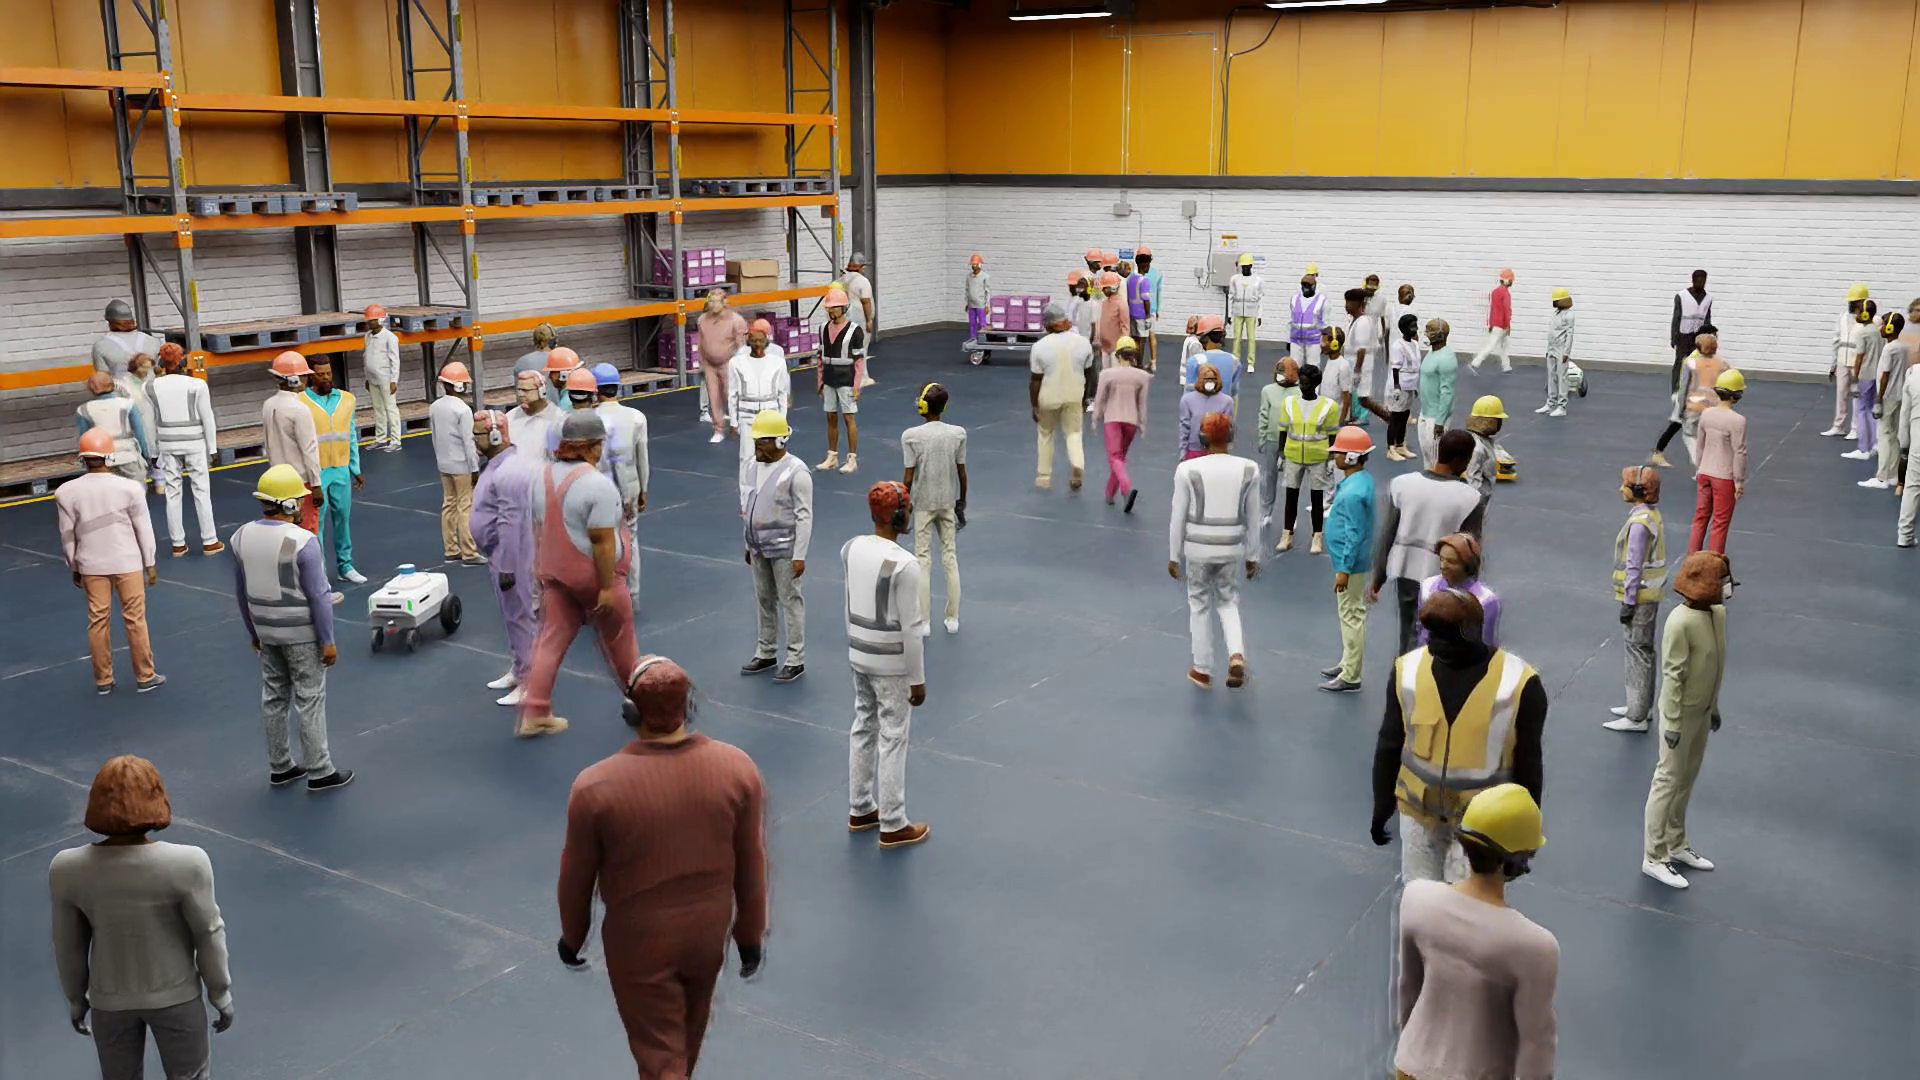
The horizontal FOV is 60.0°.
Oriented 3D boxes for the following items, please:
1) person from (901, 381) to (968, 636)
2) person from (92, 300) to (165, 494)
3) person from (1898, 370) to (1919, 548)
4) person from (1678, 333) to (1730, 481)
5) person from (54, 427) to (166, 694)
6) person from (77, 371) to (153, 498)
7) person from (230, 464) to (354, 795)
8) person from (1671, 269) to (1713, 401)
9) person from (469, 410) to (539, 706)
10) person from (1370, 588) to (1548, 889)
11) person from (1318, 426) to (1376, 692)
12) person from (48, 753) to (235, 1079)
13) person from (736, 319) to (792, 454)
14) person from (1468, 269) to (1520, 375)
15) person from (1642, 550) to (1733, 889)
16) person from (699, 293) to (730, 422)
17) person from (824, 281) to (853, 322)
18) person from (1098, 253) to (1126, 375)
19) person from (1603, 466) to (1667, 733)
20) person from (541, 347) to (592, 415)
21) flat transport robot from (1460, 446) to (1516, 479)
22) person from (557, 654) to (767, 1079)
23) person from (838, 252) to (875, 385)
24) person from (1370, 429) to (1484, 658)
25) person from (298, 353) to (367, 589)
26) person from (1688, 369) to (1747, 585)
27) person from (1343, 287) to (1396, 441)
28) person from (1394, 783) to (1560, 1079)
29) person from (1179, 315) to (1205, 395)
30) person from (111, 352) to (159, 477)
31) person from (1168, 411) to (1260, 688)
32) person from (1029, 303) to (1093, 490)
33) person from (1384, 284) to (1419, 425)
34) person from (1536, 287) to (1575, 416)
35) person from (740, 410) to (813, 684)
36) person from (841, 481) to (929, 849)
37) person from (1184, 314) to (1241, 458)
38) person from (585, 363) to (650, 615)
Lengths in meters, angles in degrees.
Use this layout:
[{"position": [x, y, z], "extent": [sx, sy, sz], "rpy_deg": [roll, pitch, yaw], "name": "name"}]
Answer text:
[{"position": [-0.195, -0.228, 12.165], "extent": [0.532, 1.873, 0.321], "rpy_deg": [-5, 14, -19], "name": "person"}, {"position": [-8.561, -1.451, 17.100], "extent": [0.535, 2.000, 0.704], "rpy_deg": [10, 16, 37], "name": "person"}, {"position": [8.676, -0.840, 14.743], "extent": [0.401, 1.906, 0.650], "rpy_deg": [-8, 15, -31], "name": "person"}, {"position": [7.939, -1.386, 17.737], "extent": [0.525, 1.621, 0.488], "rpy_deg": [1, 13, 5], "name": "person"}, {"position": [-5.519, 0.138, 10.825], "extent": [0.561, 1.756, 0.318], "rpy_deg": [-2, 13, -9], "name": "person"}, {"position": [-7.454, -0.689, 14.706], "extent": [0.573, 1.614, 0.460], "rpy_deg": [-4, 13, -15], "name": "person"}, {"position": [-3.662, 0.491, 9.133], "extent": [0.601, 1.830, 0.404], "rpy_deg": [5, 14, 22], "name": "person"}, {"position": [10.459, -2.932, 23.836], "extent": [0.602, 1.899, 0.432], "rpy_deg": [-3, 13, -13], "name": "person"}, {"position": [-2.938, 0.103, 10.685], "extent": [0.395, 1.899, 0.641], "rpy_deg": [-5, 14, -22], "name": "person"}, {"position": [1.926, 1.095, 6.546], "extent": [0.654, 1.814, 0.540], "rpy_deg": [8, 15, 32], "name": "person"}, {"position": [2.537, 0.122, 10.903], "extent": [0.327, 1.753, 0.563], "rpy_deg": [4, 14, 17], "name": "person"}, {"position": [-2.589, 1.472, 5.314], "extent": [0.509, 1.631, 0.267], "rpy_deg": [-1, 13, -6], "name": "person"}, {"position": [-2.246, -1.673, 18.842], "extent": [0.565, 1.701, 0.912], "rpy_deg": [-5, 14, -21], "name": "person"}, {"position": [8.598, -3.490, 26.664], "extent": [0.859, 1.718, 0.572], "rpy_deg": [0, 13, -2], "name": "person"}, {"position": [3.527, 0.845, 8.025], "extent": [0.502, 1.635, 0.276], "rpy_deg": [-12, 18, -42], "name": "person"}, {"position": [-3.249, -2.431, 22.027], "extent": [0.346, 1.738, 0.486], "rpy_deg": [7, 15, 28], "name": "person"}, {"position": [-1.723, -2.937, 24.285], "extent": [0.489, 1.709, 0.826], "rpy_deg": [10, 16, 36], "name": "person"}, {"position": [2.360, -3.488, 26.056], "extent": [0.393, 1.985, 0.610], "rpy_deg": [-6, 14, -25], "name": "person"}, {"position": [4.136, 0.356, 10.166], "extent": [0.321, 1.633, 0.521], "rpy_deg": [7, 15, 28], "name": "person"}, {"position": [-3.108, -0.552, 13.330], "extent": [0.403, 1.986, 0.611], "rpy_deg": [-1, 13, -2], "name": "person"}, {"position": [5.774, -0.905, 18.608], "extent": [0.652, 0.197, 1.431], "rpy_deg": [2, 13, 9], "name": "flat transport robot"}, {"position": [-1.041, 1.282, 5.640], "extent": [0.656, 1.858, 0.996], "rpy_deg": [-8, 15, -32], "name": "person"}, {"position": [-1.569, -3.427, 25.671], "extent": [0.536, 2.000, 0.681], "rpy_deg": [-12, 18, -43], "name": "person"}, {"position": [2.903, 0.235, 10.175], "extent": [0.641, 1.863, 0.914], "rpy_deg": [11, 17, 40], "name": "person"}, {"position": [-5.149, -0.564, 13.521], "extent": [0.390, 1.919, 0.591], "rpy_deg": [10, 17, 38], "name": "person"}, {"position": [6.237, -0.514, 13.630], "extent": [0.299, 1.772, 0.533], "rpy_deg": [-3, 13, -14], "name": "person"}, {"position": [4.905, -2.086, 20.104], "extent": [0.876, 1.929, 0.615], "rpy_deg": [0, 13, 2], "name": "person"}, {"position": [1.466, 1.539, 4.767], "extent": [0.387, 1.749, 0.558], "rpy_deg": [-11, 17, -39], "name": "person"}, {"position": [2.751, -1.838, 19.681], "extent": [0.313, 1.634, 0.515], "rpy_deg": [0, 13, 0], "name": "person"}, {"position": [-7.937, -1.011, 16.117], "extent": [0.571, 1.608, 0.555], "rpy_deg": [7, 15, 27], "name": "person"}, {"position": [1.666, 0.091, 10.815], "extent": [0.583, 1.864, 0.547], "rpy_deg": [-2, 13, -8], "name": "person"}, {"position": [1.034, -1.510, 17.354], "extent": [0.694, 2.000, 0.780], "rpy_deg": [-3, 13, -11], "name": "person"}, {"position": [5.779, -2.422, 21.754], "extent": [0.345, 1.840, 0.504], "rpy_deg": [-11, 17, -38], "name": "person"}, {"position": [8.098, -2.555, 22.554], "extent": [0.304, 1.739, 0.485], "rpy_deg": [-3, 13, -14], "name": "person"}, {"position": [-1.244, 0.038, 11.096], "extent": [0.596, 1.832, 0.404], "rpy_deg": [11, 17, 40], "name": "person"}, {"position": [-0.388, 0.626, 8.455], "extent": [0.346, 1.877, 0.581], "rpy_deg": [-10, 16, -38], "name": "person"}, {"position": [2.323, -1.096, 15.603], "extent": [0.613, 2.028, 0.409], "rpy_deg": [-8, 15, -30], "name": "person"}, {"position": [-2.657, -0.374, 12.673], "extent": [0.623, 1.932, 0.420], "rpy_deg": [-10, 16, -37], "name": "person"}]
